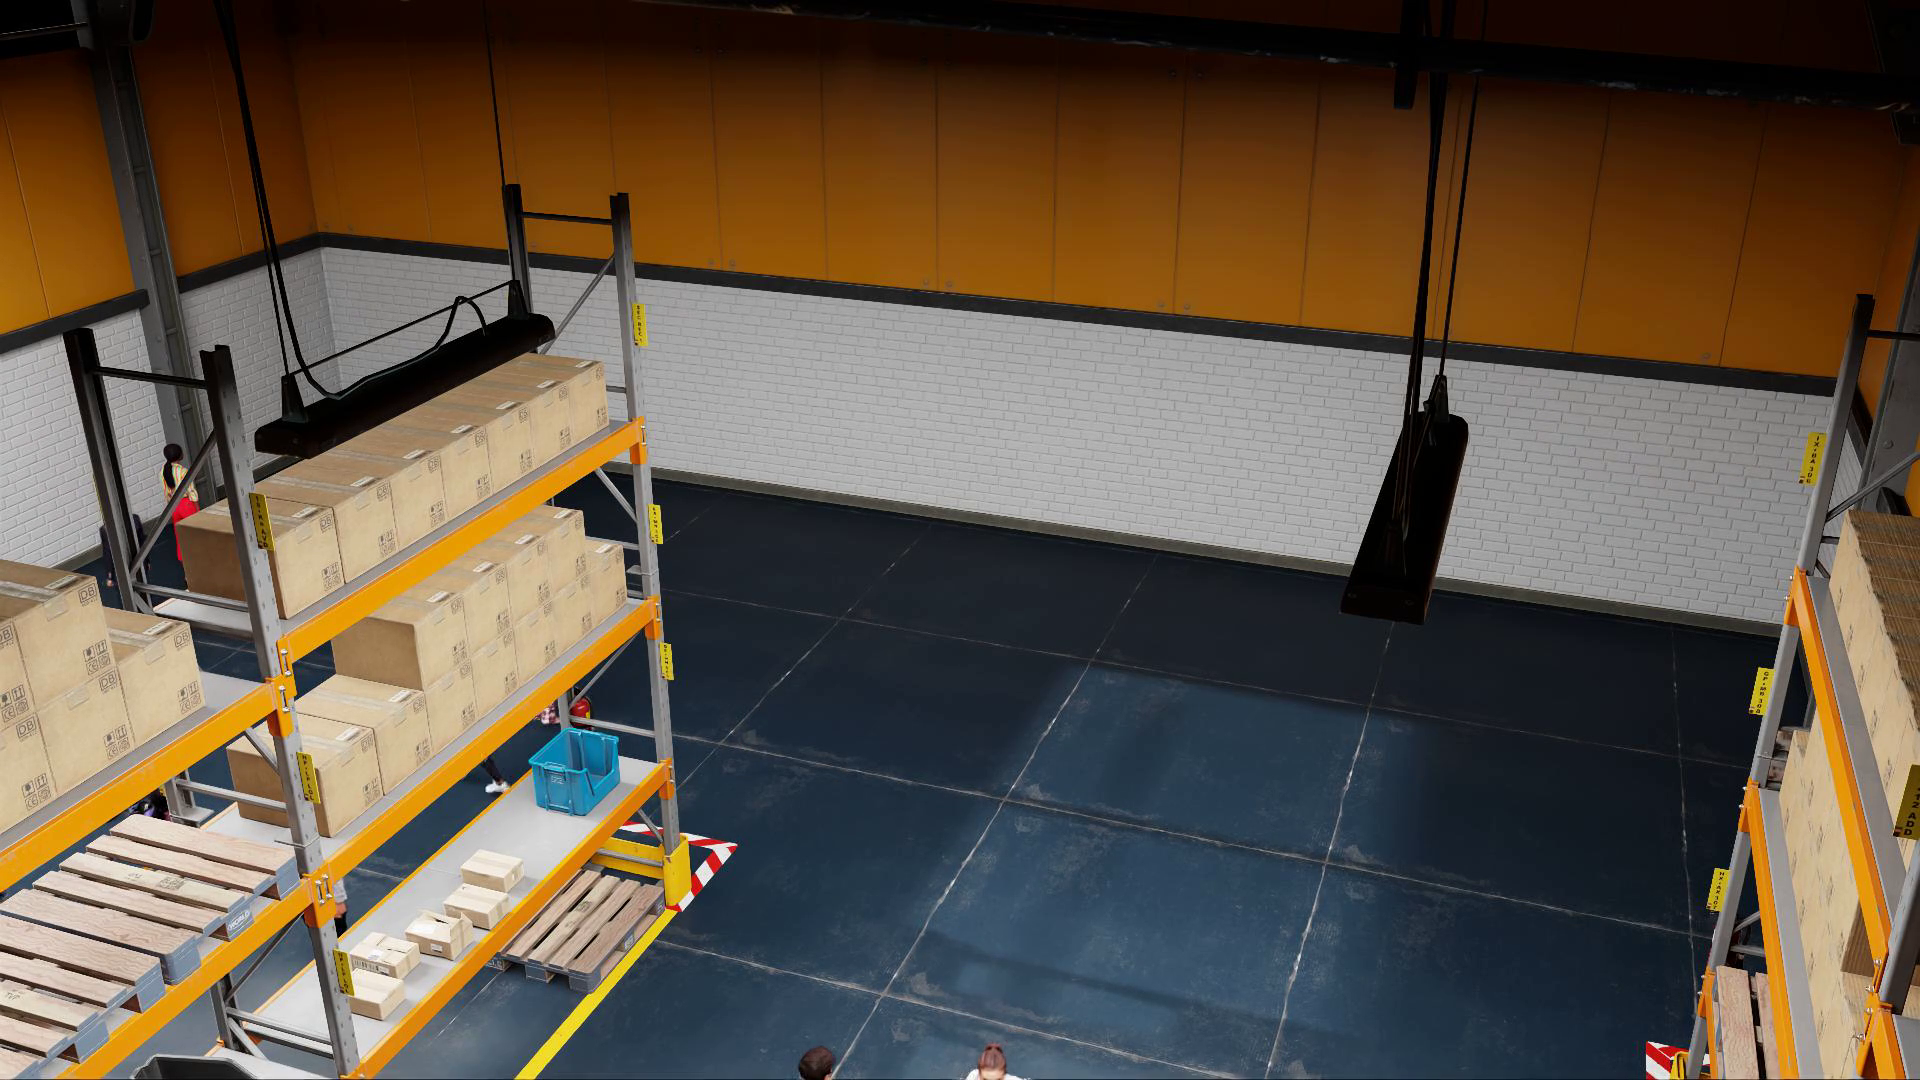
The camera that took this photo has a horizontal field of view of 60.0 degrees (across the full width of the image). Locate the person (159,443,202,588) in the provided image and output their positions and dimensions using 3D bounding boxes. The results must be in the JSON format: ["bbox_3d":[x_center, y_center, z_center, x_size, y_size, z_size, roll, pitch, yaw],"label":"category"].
[{"bbox_3d":[-9.173,-0.300,19.694,0.614,1.793,0.554,5,24,12],"label":"person"}]

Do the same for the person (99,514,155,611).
[{"bbox_3d":[-9.168,0.287,18.311,0.776,1.824,0.604,12,26,26],"label":"person"}]

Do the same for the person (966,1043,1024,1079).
[{"bbox_3d":[0.227,3.809,10.475,0.947,1.649,1.166,-3,24,-6],"label":"person"}]
